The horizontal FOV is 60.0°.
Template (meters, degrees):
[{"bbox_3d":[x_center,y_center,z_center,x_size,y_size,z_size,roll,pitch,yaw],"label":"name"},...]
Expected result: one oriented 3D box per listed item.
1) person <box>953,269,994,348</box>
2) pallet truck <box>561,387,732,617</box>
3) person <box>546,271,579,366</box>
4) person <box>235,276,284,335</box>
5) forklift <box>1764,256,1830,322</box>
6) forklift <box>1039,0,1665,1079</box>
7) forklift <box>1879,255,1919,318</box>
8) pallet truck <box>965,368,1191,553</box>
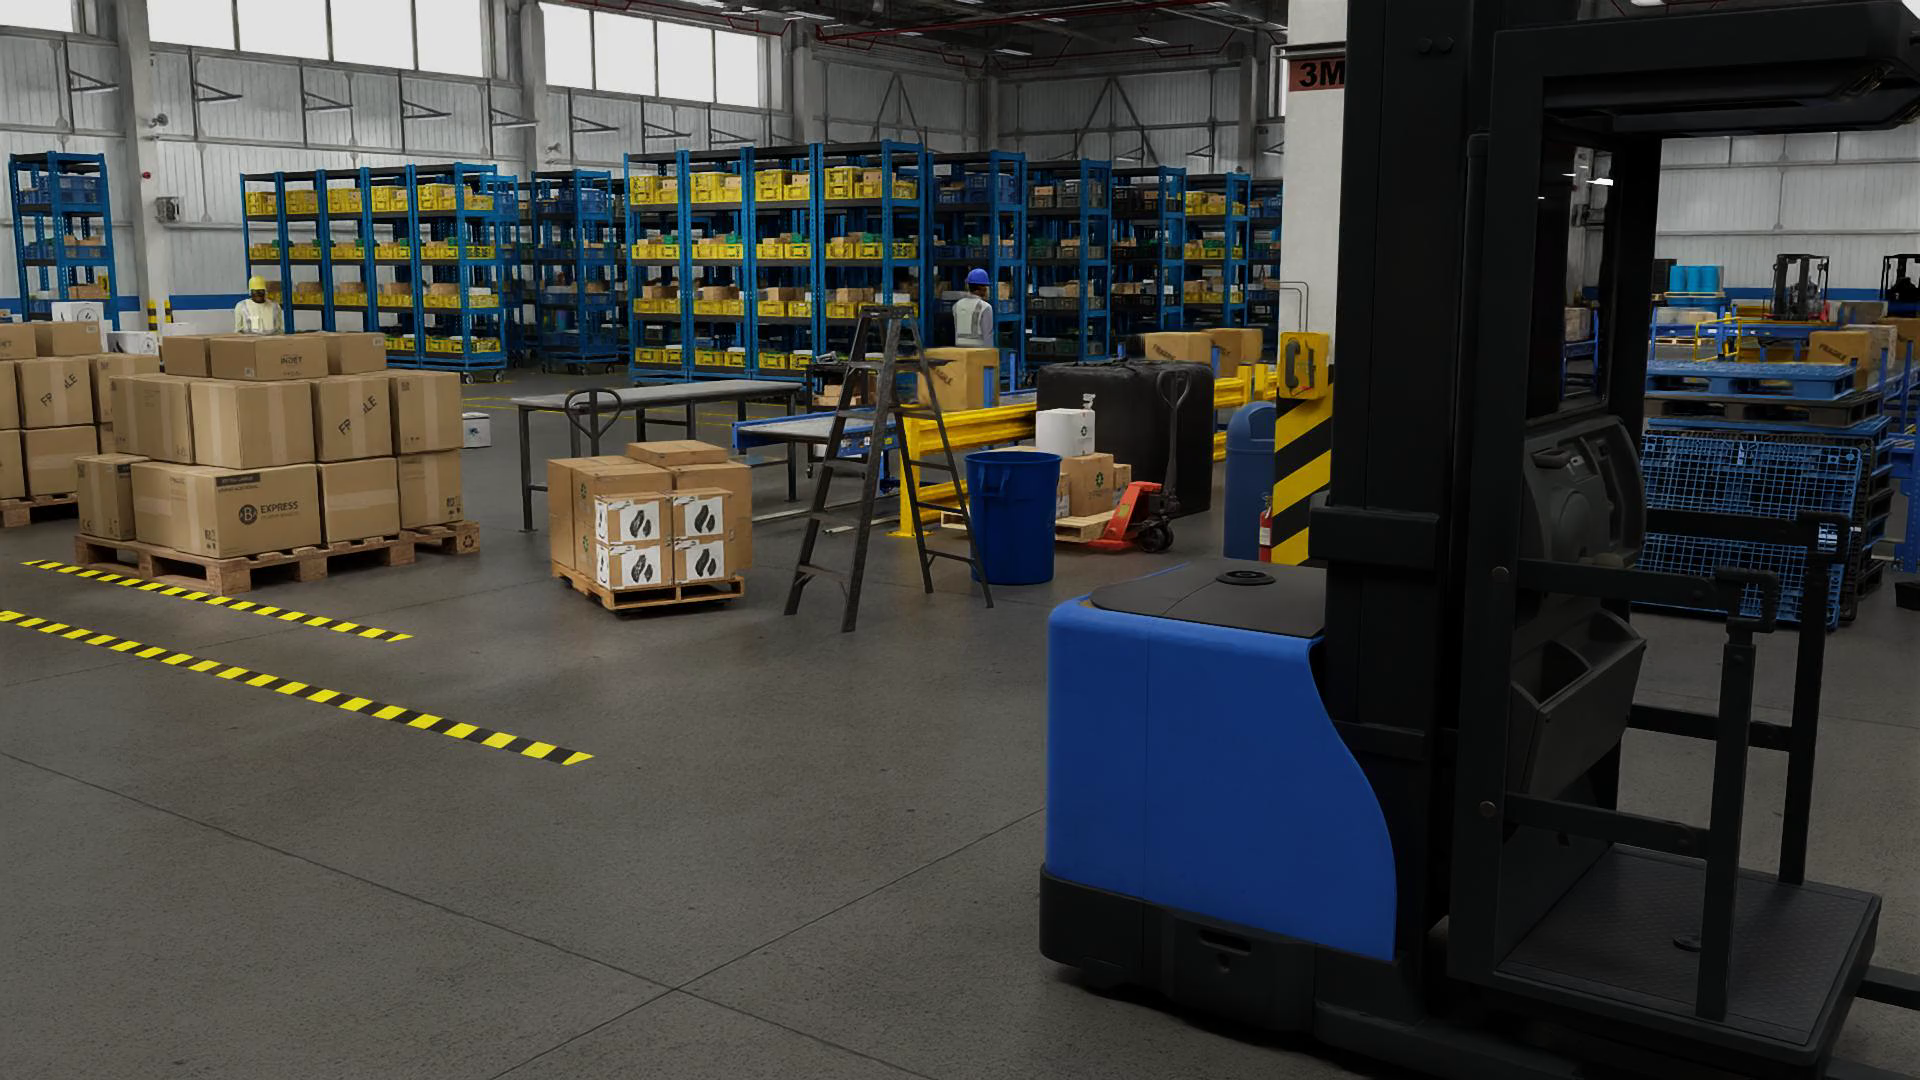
[{"bbox_3d":[0.166,-2.024,18.413,0.415,1.940,0.601,-8,13,-41],"label":"person"},{"bbox_3d":[-1.981,-0.274,10.088,0.680,1.201,1.601,-5,11,-28],"label":"pallet truck"},{"bbox_3d":[-7.678,-4.254,32.028,0.595,1.830,0.574,6,11,32],"label":"person"},{"bbox_3d":[-9.054,-2.500,21.547,0.601,1.830,0.403,-7,12,-35],"label":"person"},{"bbox_3d":[20.253,-5.854,40.139,1.157,1.987,2.680,7,12,35],"label":"forklift"},{"bbox_3d":[1.249,-0.137,4.360,1.873,2.768,1.129,7,12,35],"label":"forklift"},{"bbox_3d":[22.089,-5.634,38.796,1.157,1.987,2.680,6,11,33],"label":"forklift"},{"bbox_3d":[0.845,-0.609,11.869,1.630,1.274,0.653,7,12,35],"label":"pallet truck"}]
